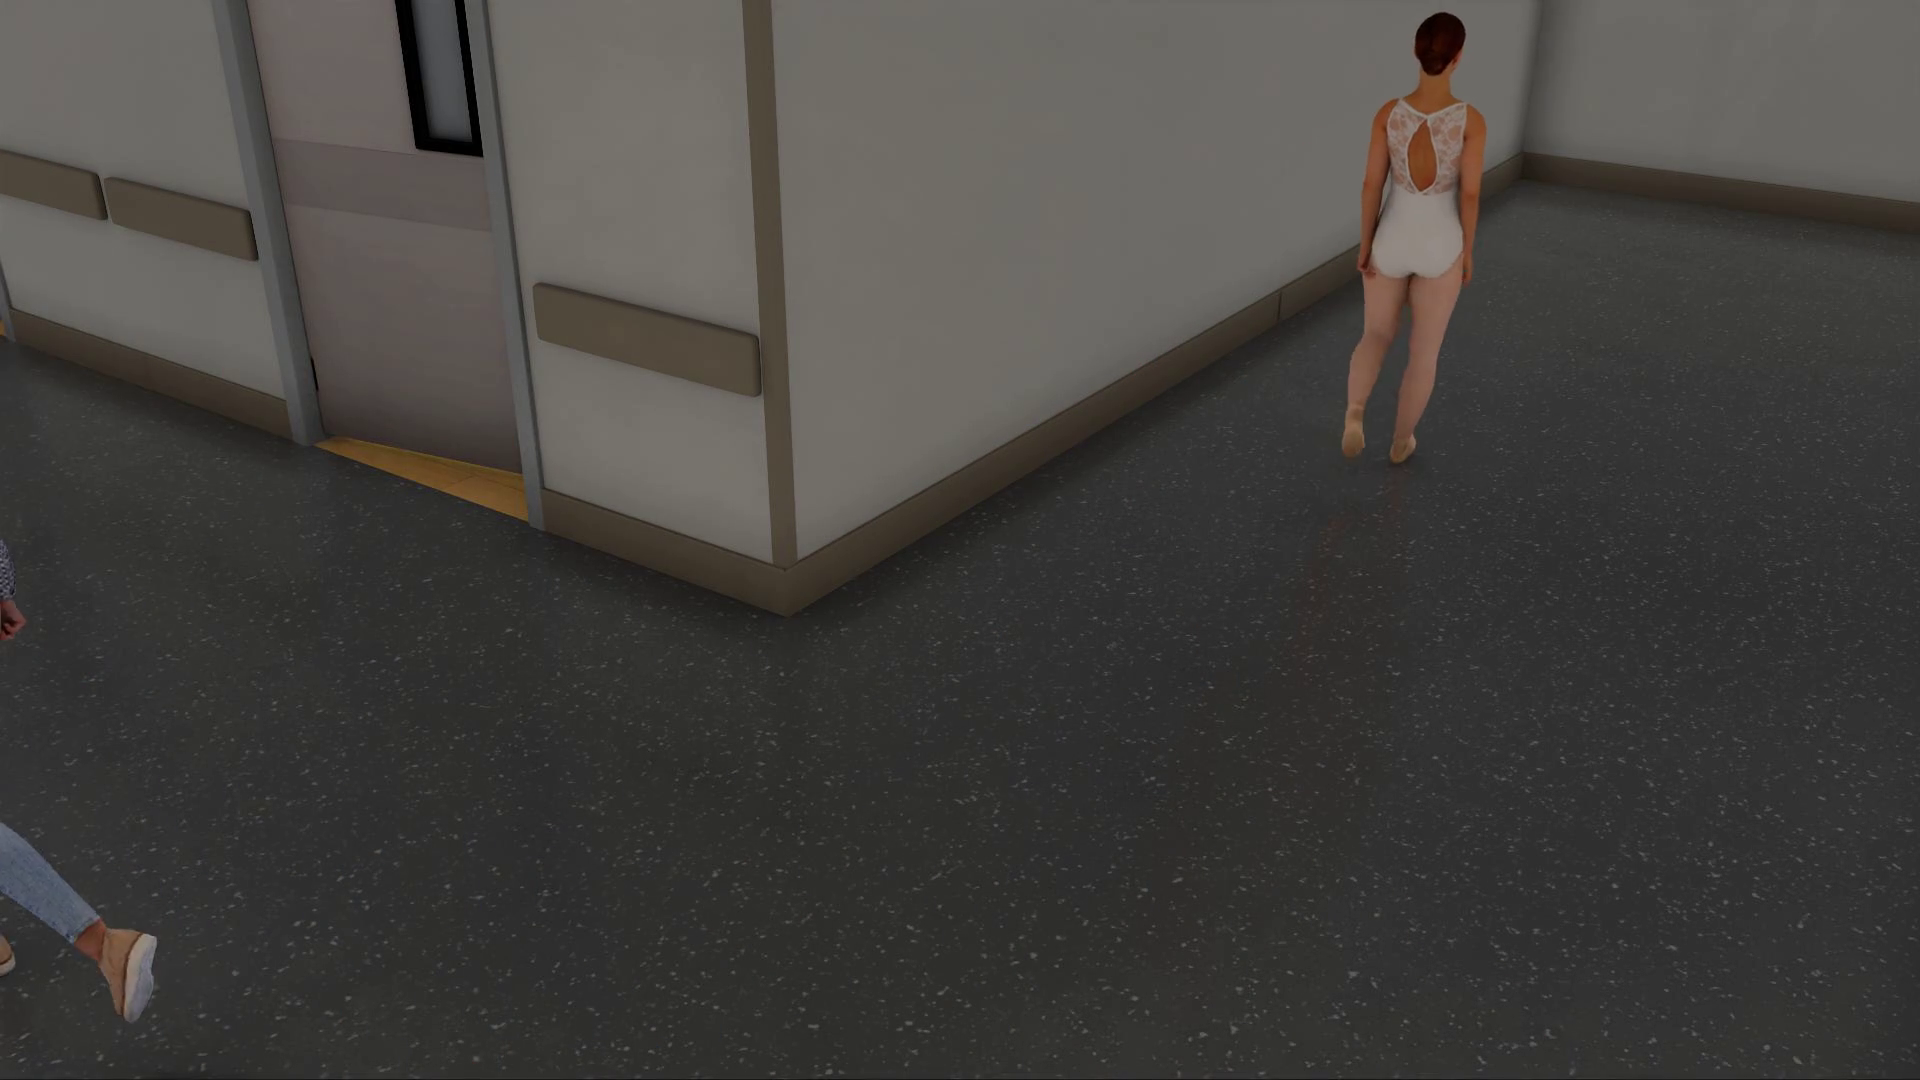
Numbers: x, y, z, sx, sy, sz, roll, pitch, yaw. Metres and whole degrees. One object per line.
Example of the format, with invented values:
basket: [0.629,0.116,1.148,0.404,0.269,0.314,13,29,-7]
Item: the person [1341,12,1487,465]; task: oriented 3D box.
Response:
person: [1.583,-0.987,5.838,0.612,1.630,0.793,12,28,24]
